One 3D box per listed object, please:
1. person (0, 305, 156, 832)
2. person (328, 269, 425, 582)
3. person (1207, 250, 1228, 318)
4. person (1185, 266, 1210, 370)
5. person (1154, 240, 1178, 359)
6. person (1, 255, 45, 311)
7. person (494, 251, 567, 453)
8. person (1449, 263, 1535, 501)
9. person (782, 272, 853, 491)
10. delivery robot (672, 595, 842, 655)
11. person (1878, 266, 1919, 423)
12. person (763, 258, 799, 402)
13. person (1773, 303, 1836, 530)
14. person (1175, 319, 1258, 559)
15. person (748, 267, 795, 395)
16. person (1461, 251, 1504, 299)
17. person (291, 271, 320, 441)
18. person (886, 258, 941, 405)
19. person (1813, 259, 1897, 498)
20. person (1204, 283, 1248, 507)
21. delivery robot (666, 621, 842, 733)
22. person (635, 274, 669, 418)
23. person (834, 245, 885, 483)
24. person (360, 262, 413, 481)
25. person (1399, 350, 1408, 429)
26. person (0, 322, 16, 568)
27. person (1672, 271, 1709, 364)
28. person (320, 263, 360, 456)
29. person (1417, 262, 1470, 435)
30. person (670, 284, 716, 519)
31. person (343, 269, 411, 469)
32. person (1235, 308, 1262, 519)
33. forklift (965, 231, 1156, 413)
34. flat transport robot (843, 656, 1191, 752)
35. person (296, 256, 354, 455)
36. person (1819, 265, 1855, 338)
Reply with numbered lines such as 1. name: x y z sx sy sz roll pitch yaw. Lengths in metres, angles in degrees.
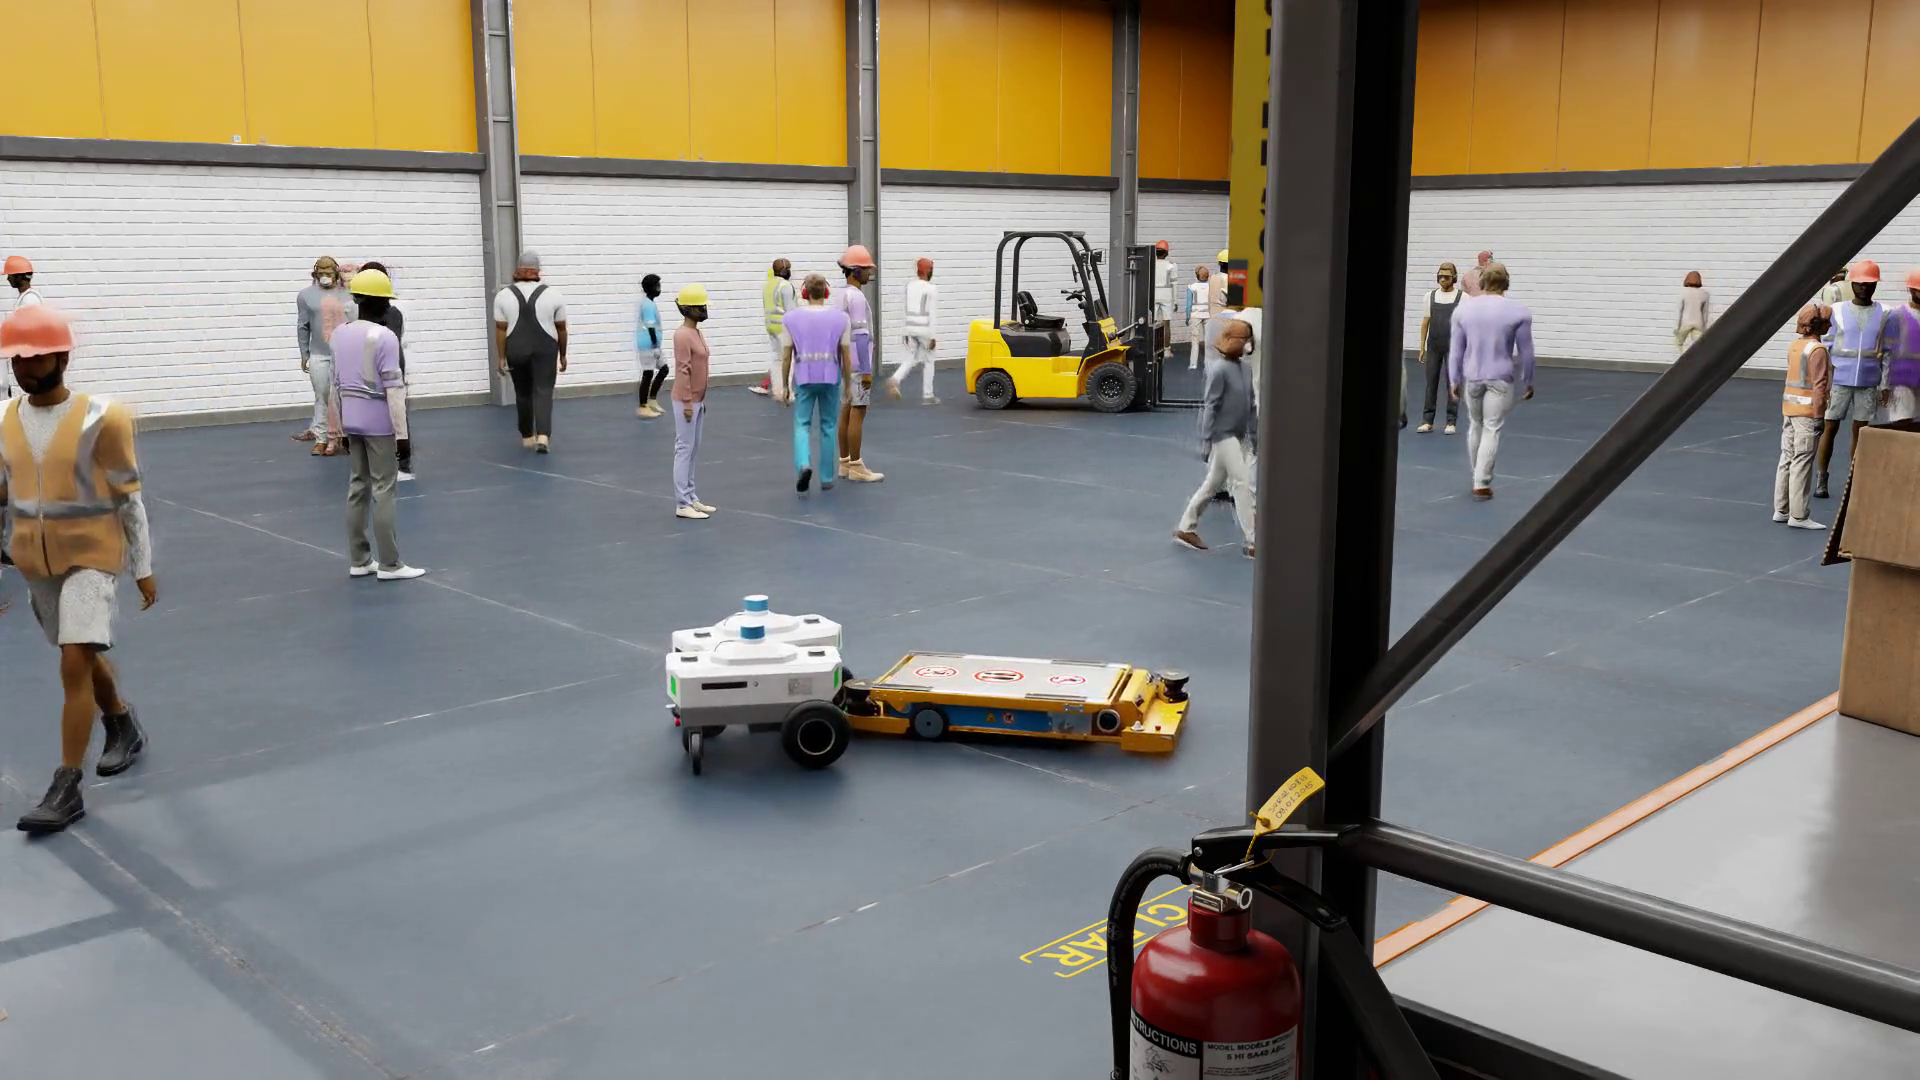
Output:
1. person: -3.357 0.060 6.257 0.564 1.889 1.007 0 10 1
2. person: -3.626 -0.708 10.320 0.594 1.922 0.385 6 12 32
3. person: 3.689 -3.085 23.274 0.367 1.926 0.594 -4 11 -22
4. person: 3.837 -3.524 26.443 0.520 1.645 0.307 -2 11 -8
5. person: 3.473 -4.172 28.885 0.647 2.039 0.399 3 11 13
6. person: -9.175 -1.830 16.416 0.376 1.934 0.547 -7 12 -32
7. person: -4.240 -1.894 16.474 0.682 2.000 1.006 -1 10 -8
8. person: 4.374 -1.298 13.602 0.647 1.903 0.928 8 13 36
9. person: -1.175 -1.291 13.756 0.589 1.830 0.675 -1 10 -4
10. delivery robot: -0.888 0.486 7.292 0.707 0.478 0.477 -6 12 -29
11. person: 7.801 -1.320 13.751 0.550 1.904 0.712 -1 10 -7
12. person: -2.282 -2.691 21.368 0.430 1.844 0.631 -7 13 -34
13. person: 6.177 -0.902 12.156 0.307 1.640 0.519 1 10 4
14. person: 1.790 -0.682 11.089 0.846 1.590 0.513 7 13 34
15. person: -2.404 -2.762 22.075 0.860 1.702 0.560 -2 10 -8
16. person: 7.725 -3.313 24.588 0.644 1.904 0.399 8 13 38
17. person: -6.409 -1.926 17.346 1.075 1.802 0.537 -1 10 -6
18. person: -0.561 -2.596 20.809 0.574 1.858 0.752 9 13 39
19. person: 7.239 -1.291 13.462 0.543 1.939 0.370 3 11 17
20. person: 2.170 -1.175 13.140 0.404 1.825 0.587 -4 11 -23
21. delivery robot: -0.846 0.576 6.804 0.707 0.478 0.477 -2 11 -10
22. person: -3.592 -2.264 19.454 0.444 1.677 0.566 -2 11 -10
23. person: -0.892 -1.519 14.413 0.367 2.046 0.608 -4 11 -21
24. person: -5.032 -1.425 14.283 0.608 1.900 0.635 10 14 44
25. person: 3.059 -0.941 12.468 0.511 1.601 0.815 6 12 31
26. person: -6.181 -0.756 10.478 0.373 1.963 0.607 3 11 15
27. person: 10.708 -3.142 24.472 0.516 1.603 0.753 0 10 2
28. person: -5.898 -1.778 16.356 0.395 1.868 0.908 8 13 37
29. person: 5.196 -2.051 17.866 0.517 1.842 0.329 6 12 30
30. person: -2.021 -1.052 12.628 0.327 1.769 0.525 1 10 5
31. person: -5.259 -1.535 14.975 0.518 1.874 0.329 1 10 3
32. person: 2.212 -1.042 12.186 0.649 1.912 0.625 -4 11 -21
33. forklift: 1.222 -2.721 20.561 2.313 2.155 1.214 2 11 13
34. flat transport robot: 0.253 0.686 7.230 1.431 0.197 0.652 3 11 14
35. person: -6.116 -1.791 16.204 0.628 1.935 0.373 -2 11 -11
36. person: 11.286 -2.704 21.487 0.588 1.822 0.403 -5 12 -26
